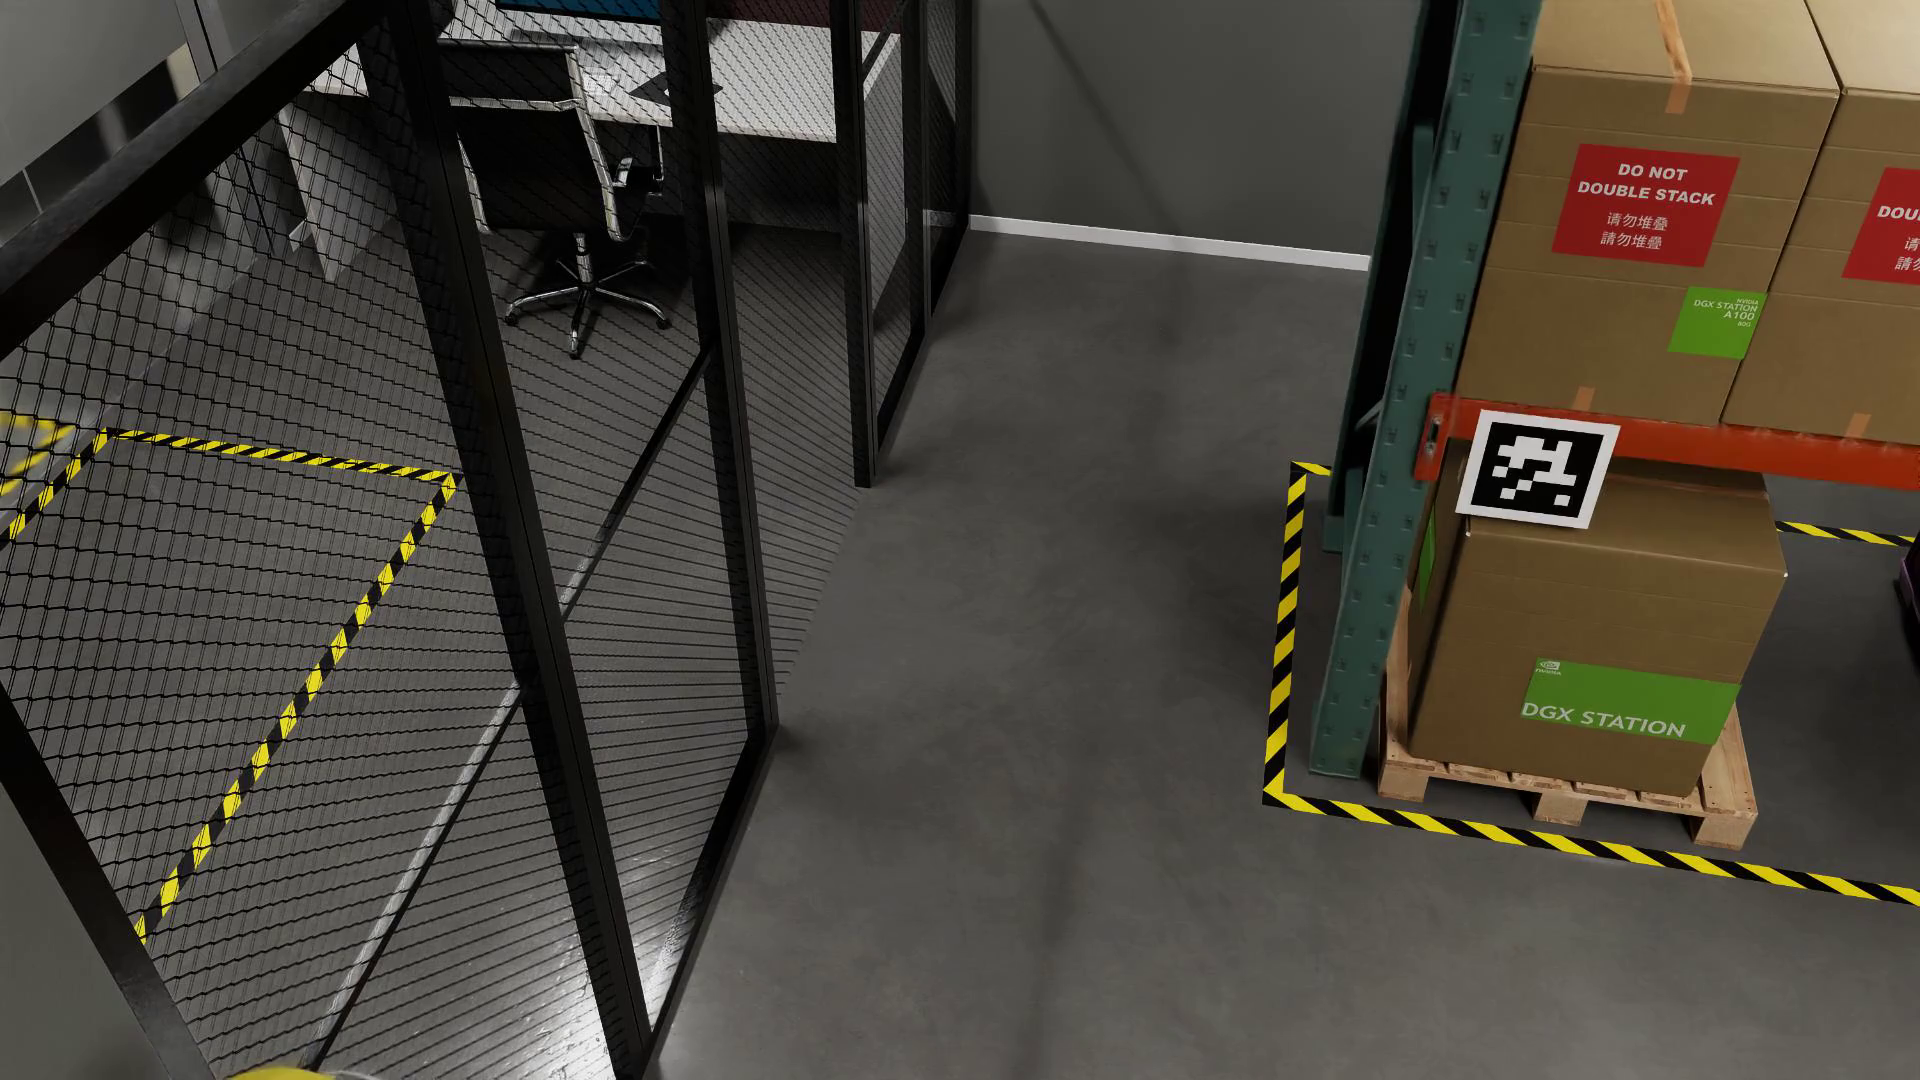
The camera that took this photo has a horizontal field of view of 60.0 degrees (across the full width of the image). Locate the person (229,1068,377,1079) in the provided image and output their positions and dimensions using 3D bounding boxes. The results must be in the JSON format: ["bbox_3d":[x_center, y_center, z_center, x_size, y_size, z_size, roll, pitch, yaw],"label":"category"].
[{"bbox_3d":[-0.678,1.231,2.160,0.600,1.830,0.404,13,43,14],"label":"person"}]
